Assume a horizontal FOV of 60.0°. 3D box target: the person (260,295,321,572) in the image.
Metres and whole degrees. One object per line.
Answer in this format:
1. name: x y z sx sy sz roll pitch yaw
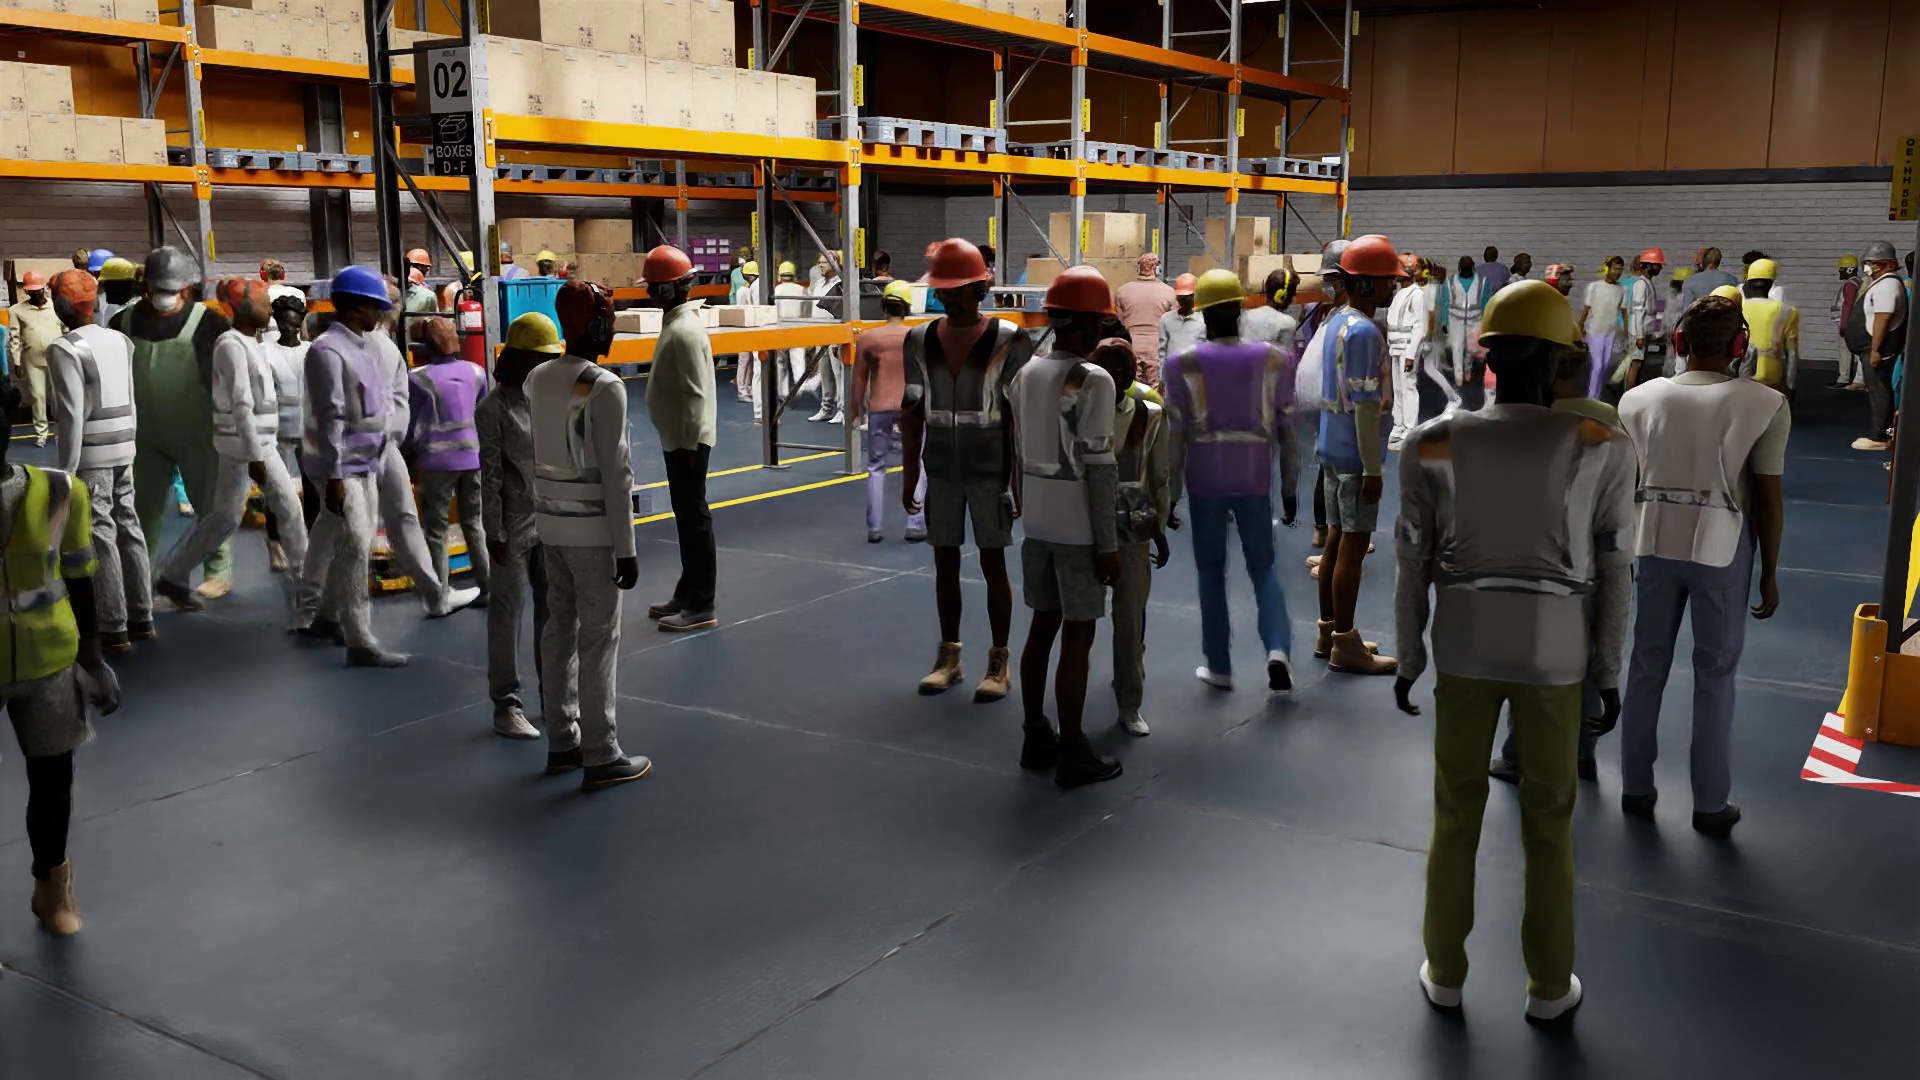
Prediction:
1. person: -4.100 -0.658 10.237 0.530 1.693 0.321 -8 13 -39

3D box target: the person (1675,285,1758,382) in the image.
1. person: 4.713 -0.713 10.404 0.493 1.742 0.322 9 14 40

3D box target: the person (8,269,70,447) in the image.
1. person: -8.978 -1.773 16.303 0.573 1.737 0.355 -6 12 -28

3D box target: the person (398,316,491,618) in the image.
1. person: -2.748 -0.387 8.931 0.368 1.621 0.539 7 12 34

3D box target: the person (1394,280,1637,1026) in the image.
1. person: 1.417 0.299 4.310 0.585 1.920 0.382 4 11 22

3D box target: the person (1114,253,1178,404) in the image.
1. person: 1.821 -1.835 16.213 0.636 1.900 0.400 3 11 16

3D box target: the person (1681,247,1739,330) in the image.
1. person: 8.694 -2.428 19.364 0.636 1.940 0.365 1 10 3

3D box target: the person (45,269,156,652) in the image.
1. person: -4.257 -0.386 8.206 0.339 1.882 0.581 1 10 6

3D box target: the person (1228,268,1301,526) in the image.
1. person: 2.079 -0.969 11.589 0.507 1.838 0.534 -7 12 -35

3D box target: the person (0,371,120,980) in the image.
1. person: -2.703 0.361 4.680 0.576 1.702 0.492 -10 14 -44

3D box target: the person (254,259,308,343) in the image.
1. person: -6.741 -1.857 16.492 0.560 1.836 0.393 -8 13 -38

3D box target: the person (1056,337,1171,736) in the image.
1. person: 0.602 -0.004 6.765 0.522 1.638 0.310 -1 10 -7

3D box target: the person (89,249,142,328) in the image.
1. person: -7.722 -1.665 15.144 0.610 1.938 0.411 -1 10 -5

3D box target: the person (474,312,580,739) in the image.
1. person: -1.733 -0.058 6.808 0.321 1.737 0.483 7 12 35

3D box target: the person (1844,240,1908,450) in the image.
1. person: 8.894 -1.904 16.181 0.536 2.000 0.702 6 12 32

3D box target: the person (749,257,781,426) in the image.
1. person: -2.140 -2.186 18.171 0.356 1.886 0.573 -1 10 -3

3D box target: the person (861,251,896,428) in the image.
1. person: -0.813 -2.118 17.745 0.597 1.908 0.401 -9 14 -42

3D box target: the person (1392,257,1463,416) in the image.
1. person: 5.367 -2.325 19.115 0.920 1.838 0.541 -2 10 -13

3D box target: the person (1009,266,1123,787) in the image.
1. person: 0.419 -0.051 6.236 0.386 1.929 0.543 -7 12 -33

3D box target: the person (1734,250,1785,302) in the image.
1. person: 8.364 -2.084 17.533 0.626 1.923 0.996 10 14 43

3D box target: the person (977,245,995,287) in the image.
1. person: 0.363 -3.148 23.318 0.371 1.961 0.607 1 10 8

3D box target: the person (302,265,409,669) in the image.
1. person: -2.974 -0.343 7.969 0.630 1.915 0.689 0 10 2

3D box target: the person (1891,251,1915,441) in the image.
1. person: 9.557 -1.957 16.812 0.392 1.920 0.589 6 12 30

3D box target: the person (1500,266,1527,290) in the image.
1. person: 7.691 -2.943 22.994 0.563 1.700 0.511 5 11 25

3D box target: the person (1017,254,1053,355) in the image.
1. person: 1.211 -3.539 25.907 0.635 1.792 0.946 9 13 40

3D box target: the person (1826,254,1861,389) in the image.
1. person: 12.075 -2.966 22.663 0.403 1.825 0.591 7 12 33

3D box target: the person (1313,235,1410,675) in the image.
1. person: 1.883 -0.397 7.824 0.377 2.044 0.607 0 10 -1

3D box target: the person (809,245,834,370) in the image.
1. person: -2.041 -3.593 25.833 0.629 1.937 0.379 2 10 11

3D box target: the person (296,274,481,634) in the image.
1. person: -3.047 -0.451 8.668 0.648 1.843 1.006 9 14 42

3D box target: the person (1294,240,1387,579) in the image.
1. person: 2.278 -0.790 10.006 0.535 2.000 0.684 0 10 2

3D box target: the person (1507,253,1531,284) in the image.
1. person: 7.652 -3.001 22.798 0.335 1.845 0.513 7 12 34
